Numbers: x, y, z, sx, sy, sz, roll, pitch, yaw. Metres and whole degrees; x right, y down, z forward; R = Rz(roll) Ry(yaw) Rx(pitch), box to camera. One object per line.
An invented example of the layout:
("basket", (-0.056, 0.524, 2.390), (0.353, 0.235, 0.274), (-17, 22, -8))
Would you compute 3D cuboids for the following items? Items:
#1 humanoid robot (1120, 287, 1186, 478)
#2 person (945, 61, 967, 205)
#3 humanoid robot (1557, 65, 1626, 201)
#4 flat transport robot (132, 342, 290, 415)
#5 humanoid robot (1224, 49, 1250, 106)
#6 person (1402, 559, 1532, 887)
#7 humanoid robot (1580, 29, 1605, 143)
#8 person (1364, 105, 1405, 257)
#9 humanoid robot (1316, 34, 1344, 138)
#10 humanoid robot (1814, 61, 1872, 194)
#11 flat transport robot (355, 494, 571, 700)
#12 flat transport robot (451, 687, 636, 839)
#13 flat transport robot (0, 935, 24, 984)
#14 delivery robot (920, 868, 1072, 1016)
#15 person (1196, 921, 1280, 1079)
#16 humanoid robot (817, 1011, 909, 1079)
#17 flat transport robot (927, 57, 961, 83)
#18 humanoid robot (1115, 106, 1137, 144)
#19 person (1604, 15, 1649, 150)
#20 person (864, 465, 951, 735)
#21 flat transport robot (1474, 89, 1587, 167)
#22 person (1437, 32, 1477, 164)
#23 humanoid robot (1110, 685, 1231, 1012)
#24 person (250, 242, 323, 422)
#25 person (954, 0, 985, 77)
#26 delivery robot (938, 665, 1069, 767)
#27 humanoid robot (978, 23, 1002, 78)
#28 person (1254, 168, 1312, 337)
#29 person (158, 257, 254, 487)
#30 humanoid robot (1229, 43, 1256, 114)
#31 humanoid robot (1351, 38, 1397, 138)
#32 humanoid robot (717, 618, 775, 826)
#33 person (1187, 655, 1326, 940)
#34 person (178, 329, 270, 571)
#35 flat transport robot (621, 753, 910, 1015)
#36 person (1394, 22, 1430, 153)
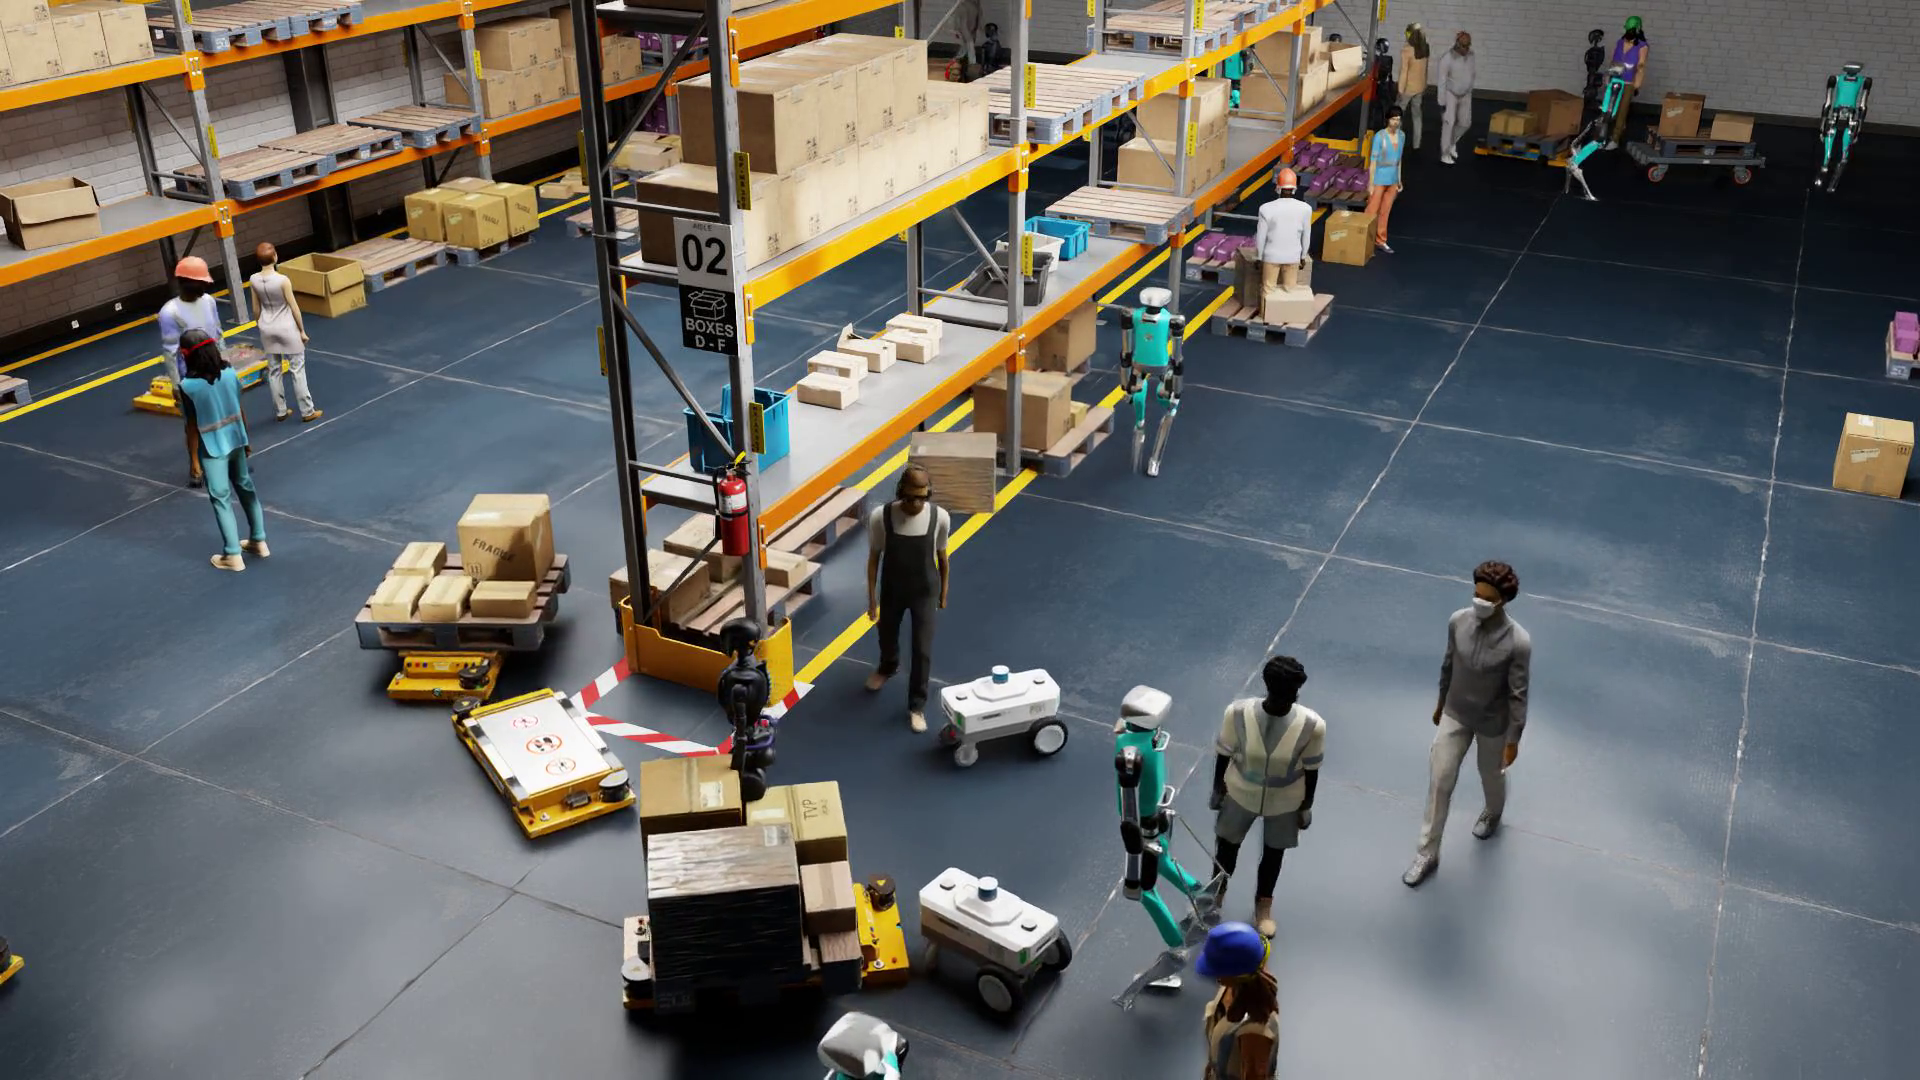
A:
("humanoid robot", (1.633, -1.259, 13.788), (0.537, 1.869, 0.834), (10, 28, 19))
("person", (-0.139, -5.337, 21.791), (0.388, 1.837, 0.563), (13, 29, 25))
("humanoid robot", (8.278, -5.371, 22.067), (0.805, 1.842, 0.532), (9, 28, 17))
("flat transport robot", (-7.109, -1.545, 15.898), (0.659, 0.231, 1.431), (10, 28, 19))
("humanoid robot", (4.158, -6.481, 24.309), (0.841, 1.838, 0.543), (-20, 32, -34))
("person", (2.836, 0.947, 9.082), (0.549, 1.853, 0.936), (21, 33, 36))
("humanoid robot", (9.479, -6.801, 24.933), (0.358, 1.645, 0.616), (8, 27, 16))
("person", (5.031, -4.246, 19.669), (0.487, 1.763, 0.326), (-13, 29, -25))
("humanoid robot", (5.437, -6.663, 24.654), (0.376, 1.644, 0.610), (8, 27, 15))
("humanoid robot", (11.655, -5.402, 22.028), (0.544, 1.747, 0.967), (11, 29, 22))
("flat transport robot", (-3.393, 0.656, 11.453), (0.659, 0.231, 1.431), (0, 26, 1))
("flat transport robot", (-2.564, 1.302, 10.148), (0.659, 0.231, 1.431), (-16, 30, -29))
("flat transport robot", (-5.575, 2.155, 8.425), (1.431, 0.231, 0.659), (8, 28, 16))
("delivery robot", (0.165, 2.001, 8.431), (0.783, 0.611, 0.508), (19, 32, 34))
("person", (1.150, 2.197, 6.681), (0.503, 1.739, 0.720), (2, 26, 3))
("humanoid robot", (-0.563, 2.416, 6.161), (0.732, 1.722, 0.531), (11, 28, 20))
("flat transport robot", (-0.478, -6.697, 26.306), (1.431, 0.231, 0.659), (5, 27, 9))
("humanoid robot", (2.284, -5.466, 22.235), (0.446, 1.640, 0.611), (-18, 32, -32))
("person", (9.848, -6.792, 24.647), (0.703, 1.917, 0.563), (-18, 32, -32))
("person", (-0.346, 0.294, 10.480), (0.581, 1.812, 0.677), (1, 26, 2))
("flat transport robot", (8.320, -5.677, 24.245), (1.431, 0.231, 0.659), (21, 33, 36))
("person", (7.067, -6.298, 23.701), (0.693, 1.869, 0.464), (-10, 28, -20))
("humanoid robot", (1.051, 1.543, 8.013), (0.679, 1.796, 0.547), (8, 27, 16))
("person", (-6.102, -1.860, 14.967), (0.456, 1.658, 0.281), (3, 27, 7))
("person", (0.164, -9.013, 29.290), (0.950, 1.786, 0.511), (20, 33, 35))
("delivery robot", (0.260, 1.050, 10.316), (0.764, 0.578, 0.499), (-10, 28, -19))
("humanoid robot", (0.419, -7.067, 25.470), (0.469, 1.649, 0.584), (14, 29, 26))
("person", (3.283, -2.921, 16.998), (0.562, 1.755, 0.322), (-1, 26, -2))
("person", (-6.291, -1.375, 13.720), (0.368, 1.906, 0.654), (12, 29, 22))
("humanoid robot", (4.196, -6.889, 24.985), (0.677, 1.746, 0.541), (9, 28, 18))
("humanoid robot", (6.128, -6.522, 24.390), (0.600, 1.638, 0.612), (-20, 33, -35))
("humanoid robot", (-1.189, 1.165, 8.835), (0.424, 1.655, 0.588), (-2, 26, -4))
("person", (1.534, 1.316, 8.531), (0.607, 1.686, 0.322), (7, 27, 14))
("person", (-5.482, -0.668, 12.338), (0.392, 1.862, 0.498), (13, 29, 24))
("flat transport robot", (-1.013, 2.070, 8.597), (1.431, 0.231, 0.659), (-4, 27, -9))
("person", (6.582, -6.647, 24.449), (0.585, 1.842, 0.743), (-15, 30, -27))
